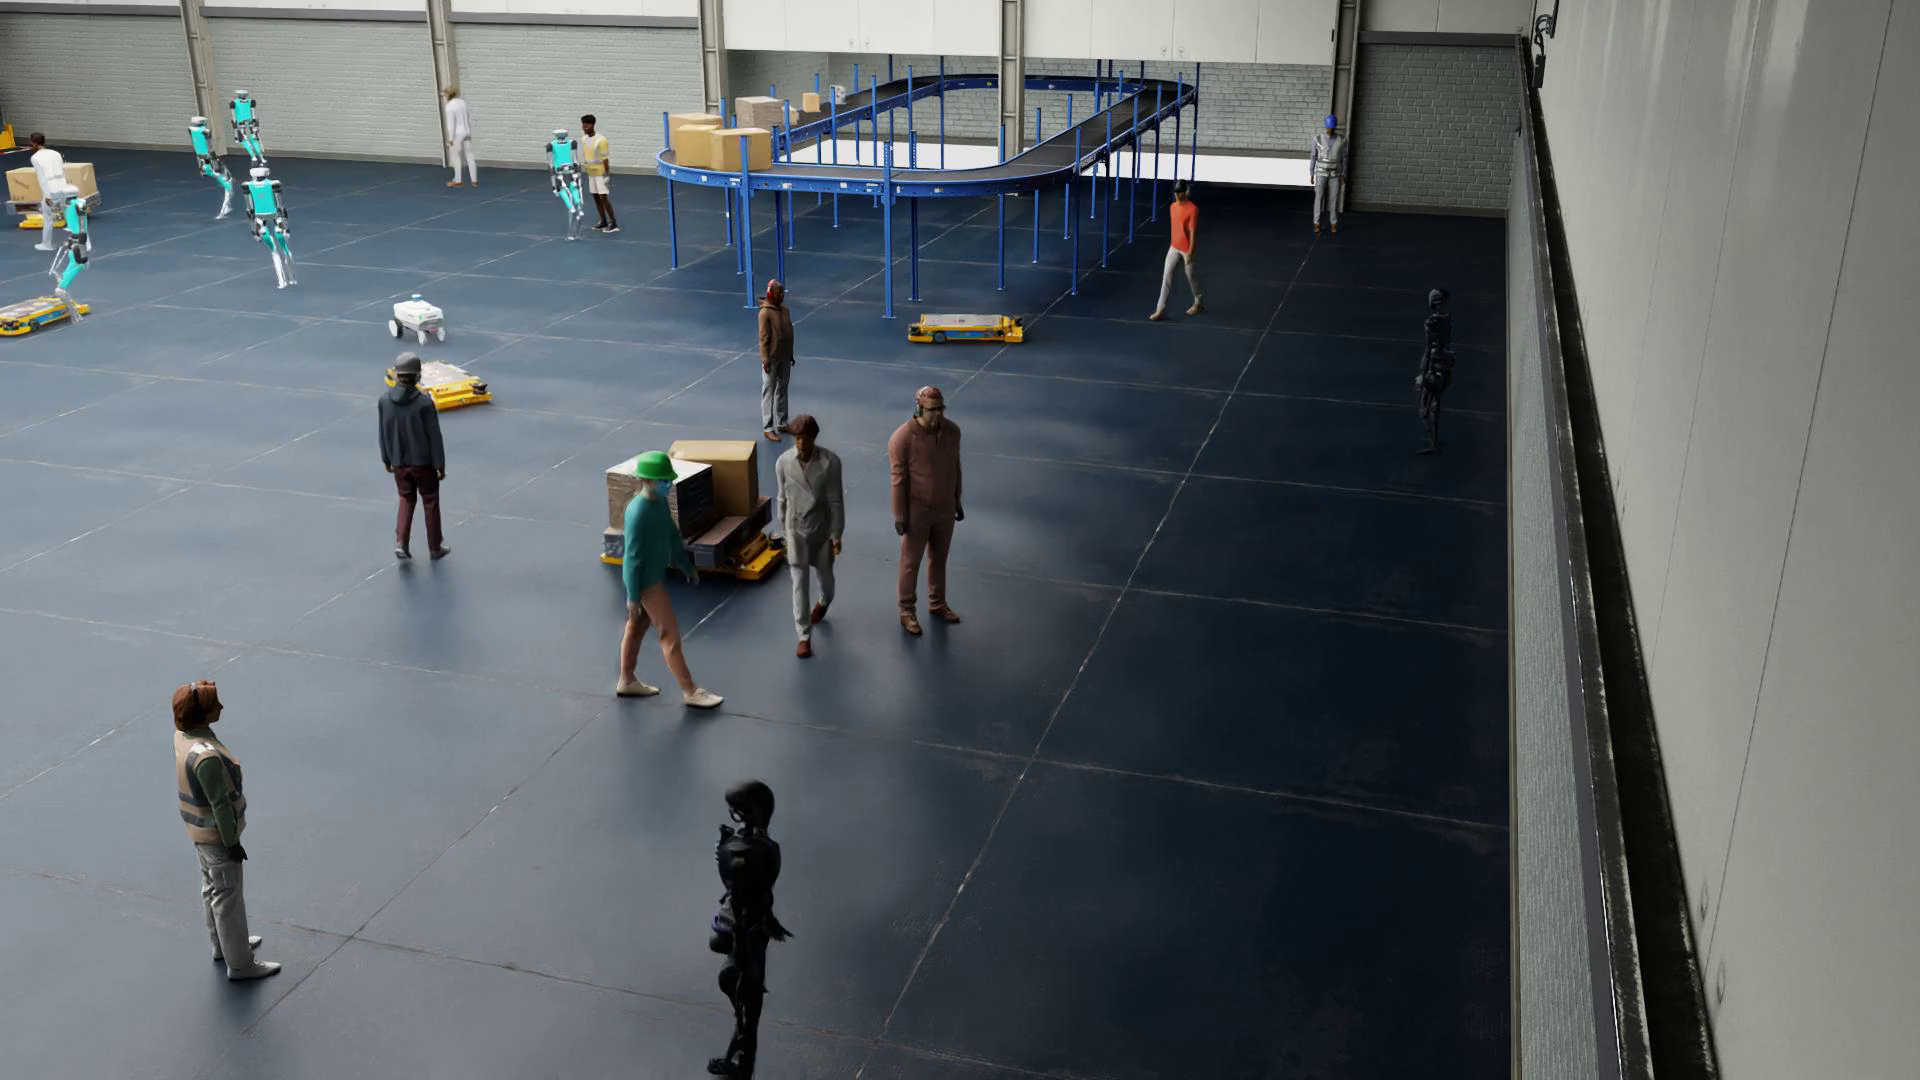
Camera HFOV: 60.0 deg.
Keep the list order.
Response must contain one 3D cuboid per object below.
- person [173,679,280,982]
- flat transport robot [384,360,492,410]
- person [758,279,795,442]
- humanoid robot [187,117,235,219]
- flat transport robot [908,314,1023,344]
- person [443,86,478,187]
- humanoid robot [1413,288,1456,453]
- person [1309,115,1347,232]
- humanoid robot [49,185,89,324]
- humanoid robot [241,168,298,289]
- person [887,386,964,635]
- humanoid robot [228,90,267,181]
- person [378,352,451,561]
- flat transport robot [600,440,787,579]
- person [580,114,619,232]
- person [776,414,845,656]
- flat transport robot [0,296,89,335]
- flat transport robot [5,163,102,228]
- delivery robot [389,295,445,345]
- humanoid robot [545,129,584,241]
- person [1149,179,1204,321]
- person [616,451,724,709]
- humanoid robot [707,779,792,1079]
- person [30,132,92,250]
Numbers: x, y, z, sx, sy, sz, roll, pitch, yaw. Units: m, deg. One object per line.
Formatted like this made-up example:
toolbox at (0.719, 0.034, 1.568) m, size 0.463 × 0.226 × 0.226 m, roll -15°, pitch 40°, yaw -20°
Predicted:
person at (-3.773, 1.471, 8.454) m, size 0.304 × 1.639 × 0.521 m, roll -16°, pitch 26°, yaw -35°
flat transport robot at (-5.894, -1.755, 18.729) m, size 0.659 × 0.231 × 1.431 m, roll -17°, pitch 27°, yaw -36°
person at (-1.893, -1.855, 17.062) m, size 0.338 × 1.651 × 0.455 m, roll 14°, pitch 25°, yaw 32°
humanoid robot at (-12.922, -6.511, 29.011) m, size 0.536 × 1.764 × 0.826 m, roll 13°, pitch 25°, yaw 30°
flat transport robot at (0.078, -2.681, 21.131) m, size 1.431 × 0.231 × 0.659 m, roll 1°, pitch 21°, yaw 2°
person at (-9.668, -7.781, 32.092) m, size 0.575 × 1.913 × 0.652 m, roll 8°, pitch 22°, yaw 19°
humanoid robot at (4.779, -1.701, 16.632) m, size 0.380 × 1.642 × 0.610 m, roll 16°, pitch 26°, yaw 36°
person at (6.121, -6.097, 27.689) m, size 0.612 × 1.933 × 0.413 m, roll 0°, pitch 21°, yaw 1°
humanoid robot at (-11.707, -3.685, 21.745) m, size 0.756 × 1.815 × 0.534 m, roll -18°, pitch 27°, yaw -39°
humanoid robot at (-9.748, -4.378, 23.640) m, size 0.533 × 1.878 × 0.774 m, roll -2°, pitch 21°, yaw -6°
person at (-0.231, -0.236, 12.517) m, size 0.650 × 1.905 × 0.406 m, roll -15°, pitch 26°, yaw -35°
humanoid robot at (-13.852, -7.846, 32.548) m, size 0.668 × 1.847 × 0.541 m, roll 17°, pitch 27°, yaw 38°
person at (-4.552, -0.658, 13.787) m, size 0.570 × 1.786 × 0.539 m, roll 2°, pitch 21°, yaw 4°
flat transport robot at (-2.238, 0.073, 13.988) m, size 1.431 × 0.231 × 0.659 m, roll 6°, pitch 22°, yaw 15°
person at (-6.049, -6.107, 27.712) m, size 0.623 × 1.942 × 0.435 m, roll 17°, pitch 27°, yaw 37°
person at (-1.092, -0.097, 12.324) m, size 0.510 × 1.807 × 0.811 m, roll 0°, pitch 21°, yaw 1°
flat transport robot at (-12.194, -2.937, 21.796) m, size 0.659 × 0.231 × 1.431 m, roll 4°, pitch 21°, yaw 10°
flat transport robot at (-15.630, -5.617, 28.746) m, size 0.659 × 0.231 × 1.431 m, roll -3°, pitch 21°, yaw -7°
delivery robot at (-6.853, -2.806, 21.048) m, size 0.791 × 0.587 × 0.499 m, roll 20°, pitch 28°, yaw 41°
humanoid robot at (-6.321, -5.729, 27.032) m, size 0.535 × 1.801 × 0.790 m, roll -13°, pitch 24°, yaw -30°
person at (2.944, -3.843, 21.954) m, size 0.478 × 1.853 × 1.017 m, roll 19°, pitch 28°, yaw 40°
person at (-2.004, 0.265, 11.317) m, size 0.904 × 1.825 × 0.552 m, roll 2°, pitch 21°, yaw 6°
humanoid robot at (-0.995, 1.828, 7.517) m, size 0.416 × 1.678 × 0.595 m, roll 1°, pitch 21°, yaw 4°
person at (-14.245, -5.476, 26.171) m, size 0.981 × 1.863 × 0.597 m, roll 6°, pitch 22°, yaw 16°
